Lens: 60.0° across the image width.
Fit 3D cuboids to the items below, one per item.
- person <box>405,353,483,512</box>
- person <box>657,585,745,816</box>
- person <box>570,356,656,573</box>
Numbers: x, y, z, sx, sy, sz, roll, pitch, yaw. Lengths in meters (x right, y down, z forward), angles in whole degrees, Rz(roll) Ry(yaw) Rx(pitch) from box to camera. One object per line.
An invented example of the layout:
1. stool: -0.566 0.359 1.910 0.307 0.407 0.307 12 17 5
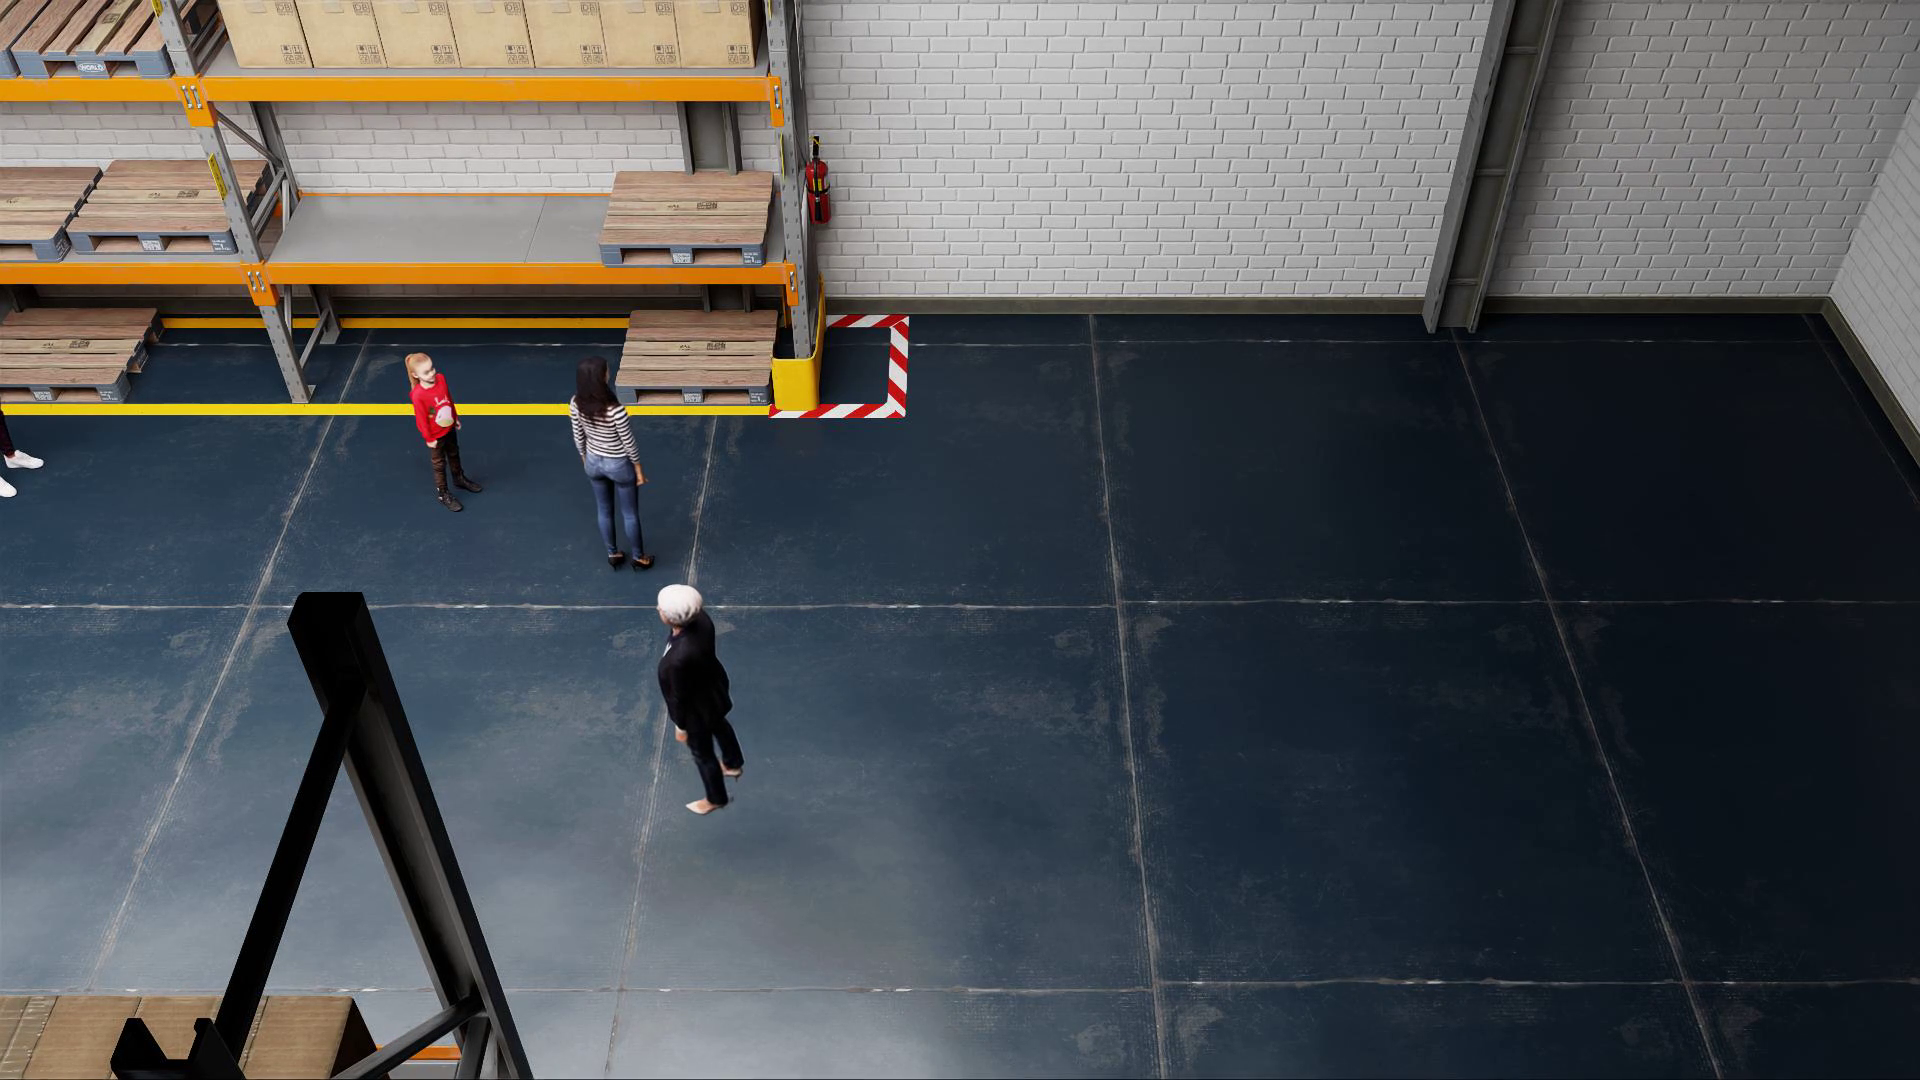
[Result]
1. person: -3.728 -0.804 11.913 0.600 1.281 0.572 18 46 18
2. person: -1.413 0.834 9.062 0.640 1.778 0.749 6 44 7
3. person: -2.350 -0.476 11.196 0.530 1.795 0.701 12 45 13
